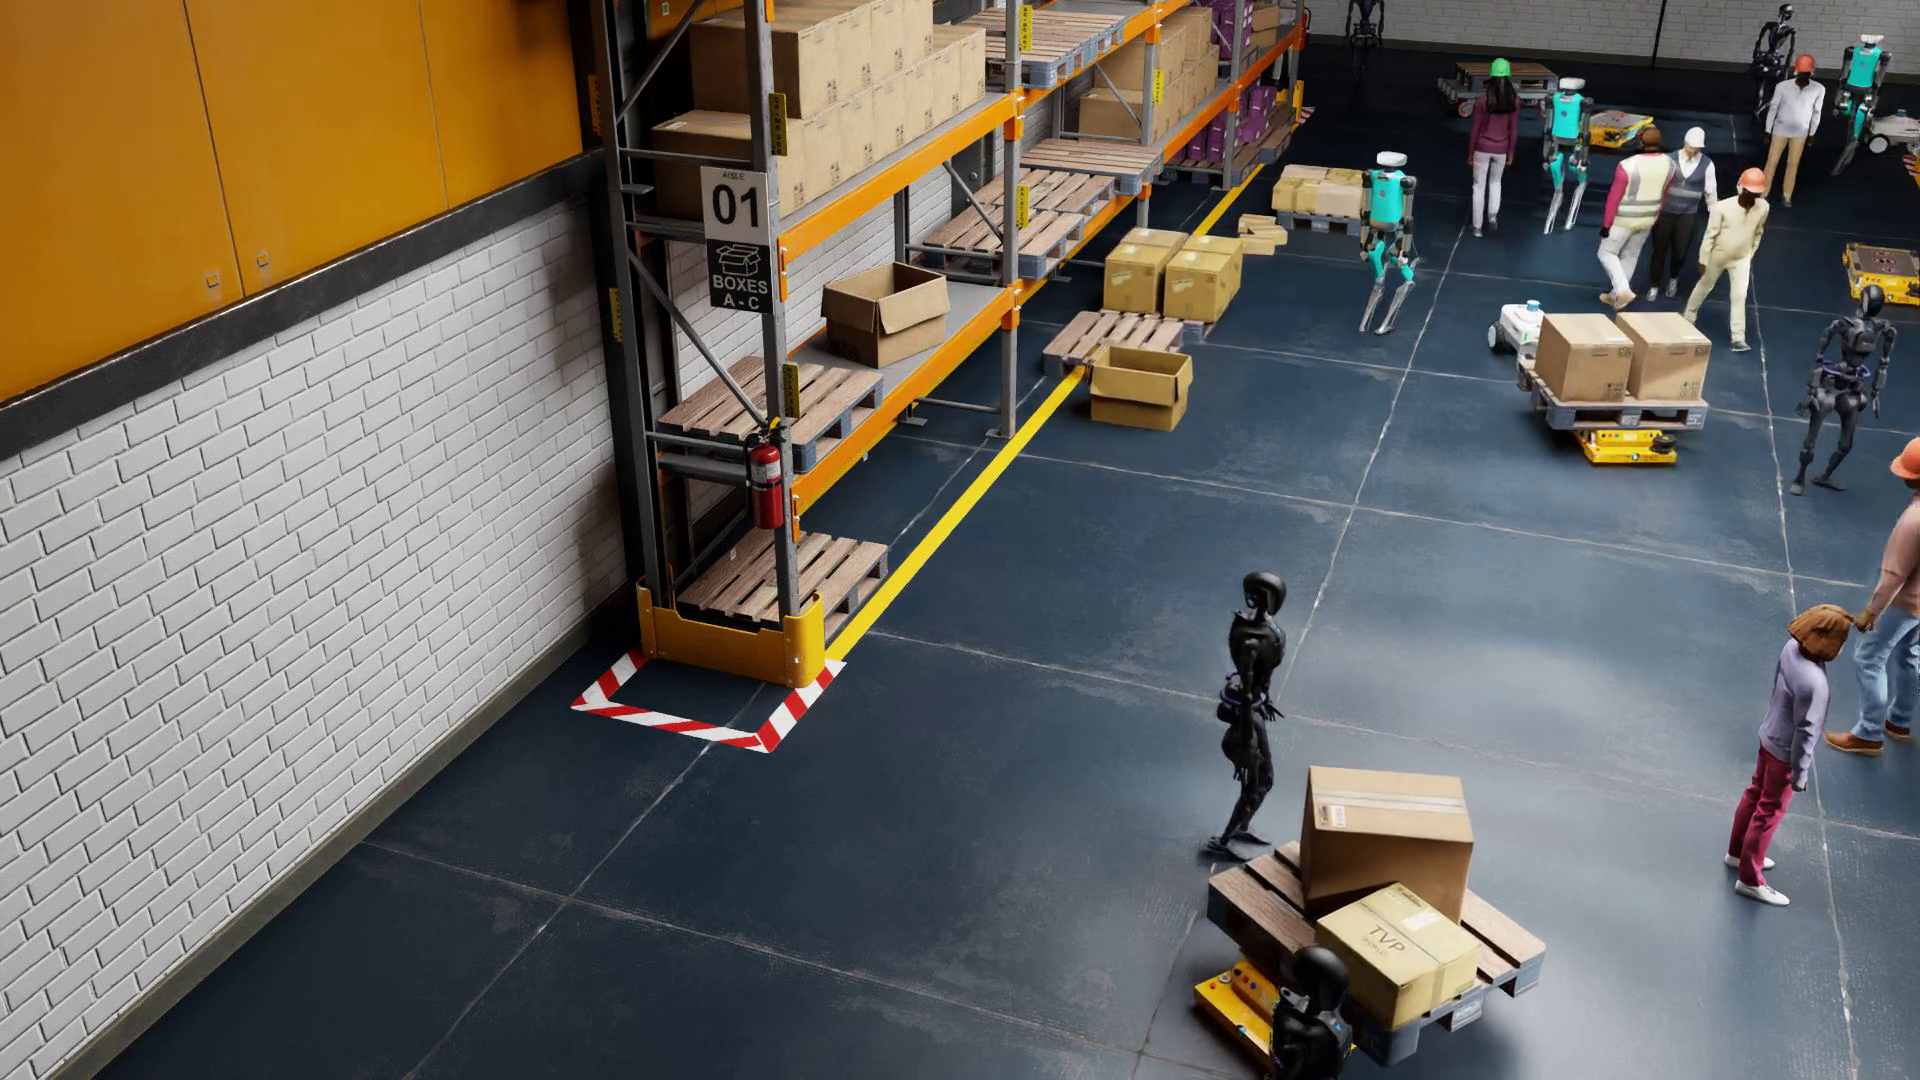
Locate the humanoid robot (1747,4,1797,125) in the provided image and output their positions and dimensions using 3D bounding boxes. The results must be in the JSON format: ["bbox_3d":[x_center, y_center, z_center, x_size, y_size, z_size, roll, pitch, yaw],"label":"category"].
[{"bbox_3d":[11.096,-6.531,22.894,0.479,1.644,0.615,-17,32,-29],"label":"humanoid robot"}]

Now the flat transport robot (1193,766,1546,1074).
[{"bbox_3d":[1.863,2.024,7.825,1.431,0.231,0.659,-16,31,-28],"label":"flat transport robot"}]

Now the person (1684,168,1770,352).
[{"bbox_3d":[7.066,-2.614,15.286,0.574,1.677,0.966,-1,27,-2],"label":"person"}]

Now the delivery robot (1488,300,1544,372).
[{"bbox_3d":[5.149,-1.873,15.092,0.499,0.613,0.811,-1,27,-1],"label":"delivery robot"}]

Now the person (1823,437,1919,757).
[{"bbox_3d":[5.299,0.312,9.308,0.694,1.960,0.397,-22,34,-36],"label":"person"}]

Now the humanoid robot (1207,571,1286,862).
[{"bbox_3d":[1.496,0.903,8.452,0.354,1.645,0.609,9,29,17],"label":"humanoid robot"}]

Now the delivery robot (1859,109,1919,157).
[{"bbox_3d":[12.234,-5.329,21.788,0.790,0.606,0.499,7,28,12],"label":"delivery robot"}]

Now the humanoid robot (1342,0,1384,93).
[{"bbox_3d":[6.069,-7.574,24.926,0.615,1.628,0.648,1,27,2],"label":"humanoid robot"}]

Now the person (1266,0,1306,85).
[{"bbox_3d":[4.954,-7.922,25.297,0.634,1.937,0.353,-9,29,-16],"label":"person"}]

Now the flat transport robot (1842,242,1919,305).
[{"bbox_3d":[9.472,-2.732,17.050,0.659,0.231,1.431,10,29,19],"label":"flat transport robot"}]

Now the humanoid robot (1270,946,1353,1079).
[{"bbox_3d":[1.272,2.133,6.071,0.351,1.655,0.615,16,31,27],"label":"humanoid robot"}]

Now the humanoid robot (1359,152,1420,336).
[{"bbox_3d":[4.041,-2.749,15.490,0.548,1.807,0.667,24,36,38],"label":"humanoid robot"}]

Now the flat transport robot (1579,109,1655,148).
[{"bbox_3d":[8.861,-5.585,22.584,0.659,0.231,1.431,21,34,35],"label":"flat transport robot"}]

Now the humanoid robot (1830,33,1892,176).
[{"bbox_3d":[11.295,-5.472,20.832,0.535,1.784,1.031,23,35,37],"label":"humanoid robot"}]

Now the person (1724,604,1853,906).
[{"bbox_3d":[4.105,1.038,8.244,0.278,1.633,0.498,6,28,11],"label":"person"}]

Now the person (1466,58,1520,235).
[{"bbox_3d":[5.826,-4.296,18.261,0.516,1.937,0.457,1,27,3],"label":"person"}]

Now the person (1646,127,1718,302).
[{"bbox_3d":[7.025,-3.202,16.357,0.756,1.745,0.475,12,30,22],"label":"person"}]

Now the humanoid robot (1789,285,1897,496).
[{"bbox_3d":[6.557,-1.115,12.379,0.594,1.641,0.338,0,27,1],"label":"humanoid robot"}]

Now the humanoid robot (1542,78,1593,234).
[{"bbox_3d":[6.755,-4.230,18.391,0.556,1.811,0.803,23,35,37],"label":"humanoid robot"}]

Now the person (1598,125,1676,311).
[{"bbox_3d":[6.476,-3.075,16.018,0.639,1.822,0.618,-6,28,-11],"label":"person"}]

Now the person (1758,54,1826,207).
[{"bbox_3d":[9.686,-4.771,19.384,0.566,1.751,0.329,9,29,18],"label":"person"}]

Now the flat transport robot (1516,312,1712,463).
[{"bbox_3d":[5.306,-1.002,13.695,0.659,0.231,1.431,0,27,0],"label":"flat transport robot"}]
